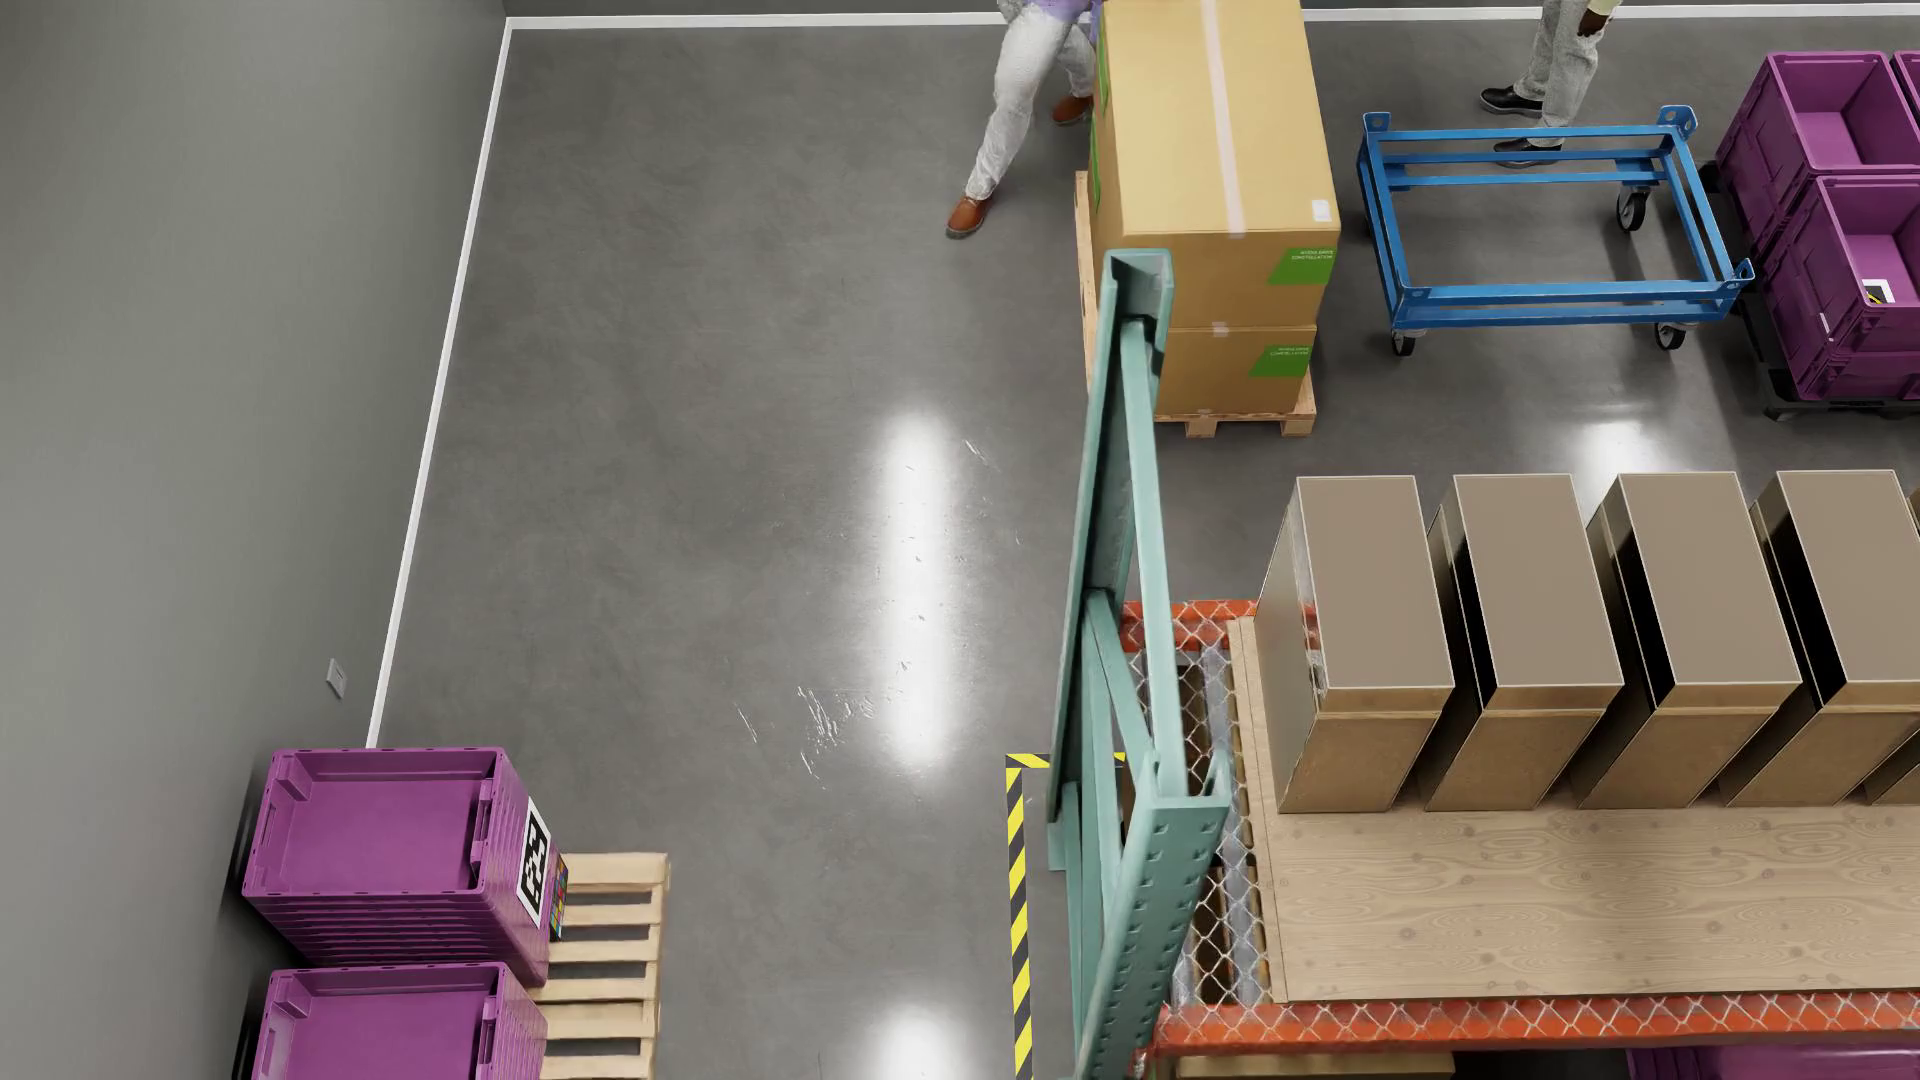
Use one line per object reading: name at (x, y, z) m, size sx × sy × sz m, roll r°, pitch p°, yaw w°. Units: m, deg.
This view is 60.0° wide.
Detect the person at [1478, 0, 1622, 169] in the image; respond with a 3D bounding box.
person at (2.303, -2.152, 6.082) m, size 0.404 × 1.830 × 0.600 m, roll 2°, pitch 58°, yaw 1°

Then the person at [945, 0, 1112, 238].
person at (0.321, -2.014, 5.971) m, size 0.998 × 1.881 × 0.734 m, roll -35°, pitch 64°, yaw -20°
